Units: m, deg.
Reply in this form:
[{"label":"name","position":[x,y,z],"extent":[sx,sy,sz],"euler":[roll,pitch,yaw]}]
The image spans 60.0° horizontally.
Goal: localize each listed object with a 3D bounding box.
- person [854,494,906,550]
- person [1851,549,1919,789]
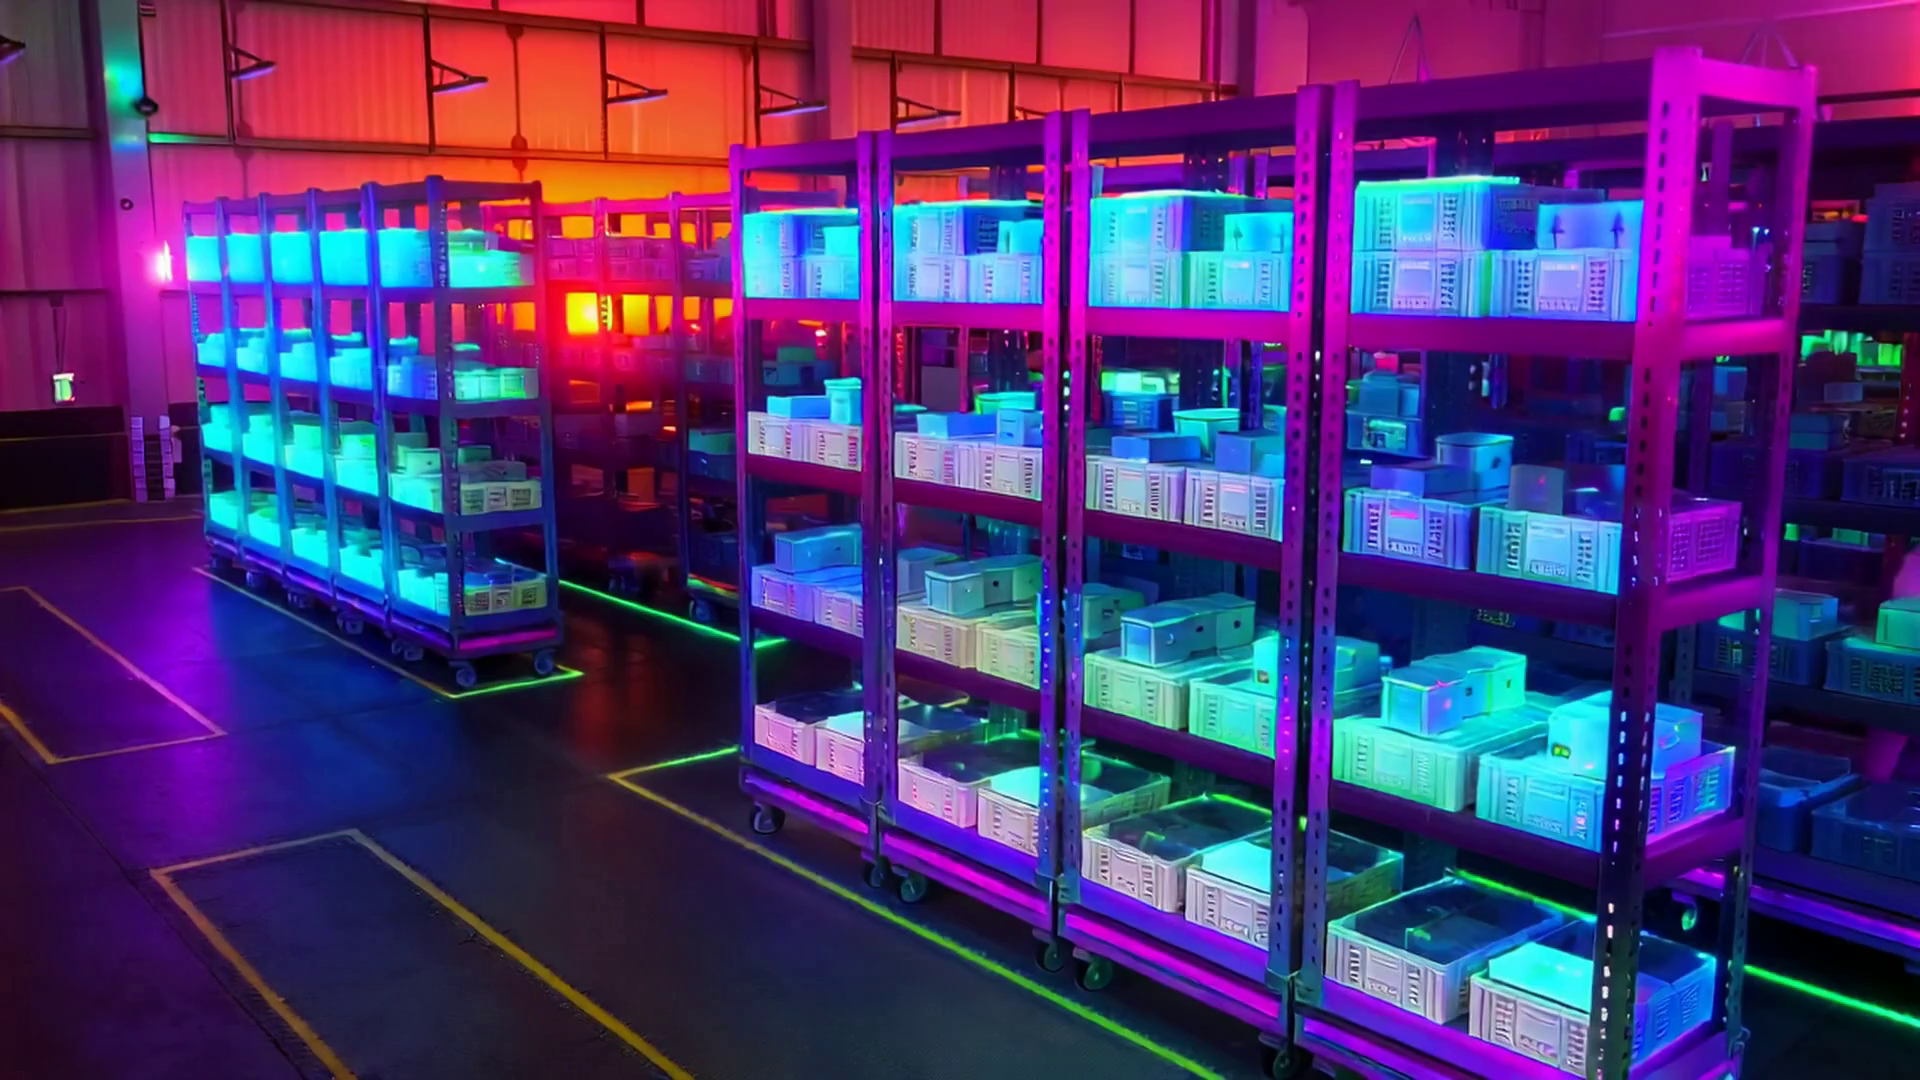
[{"label":"person","position":[-0.737,-0.080,13.268],"extent":[0.732,1.809,0.620],"euler":[-7,12,-38]},{"label":"person","position":[4.940,0.695,8.324],"extent":[0.641,1.900,0.952],"euler":[-9,13,-43]}]
